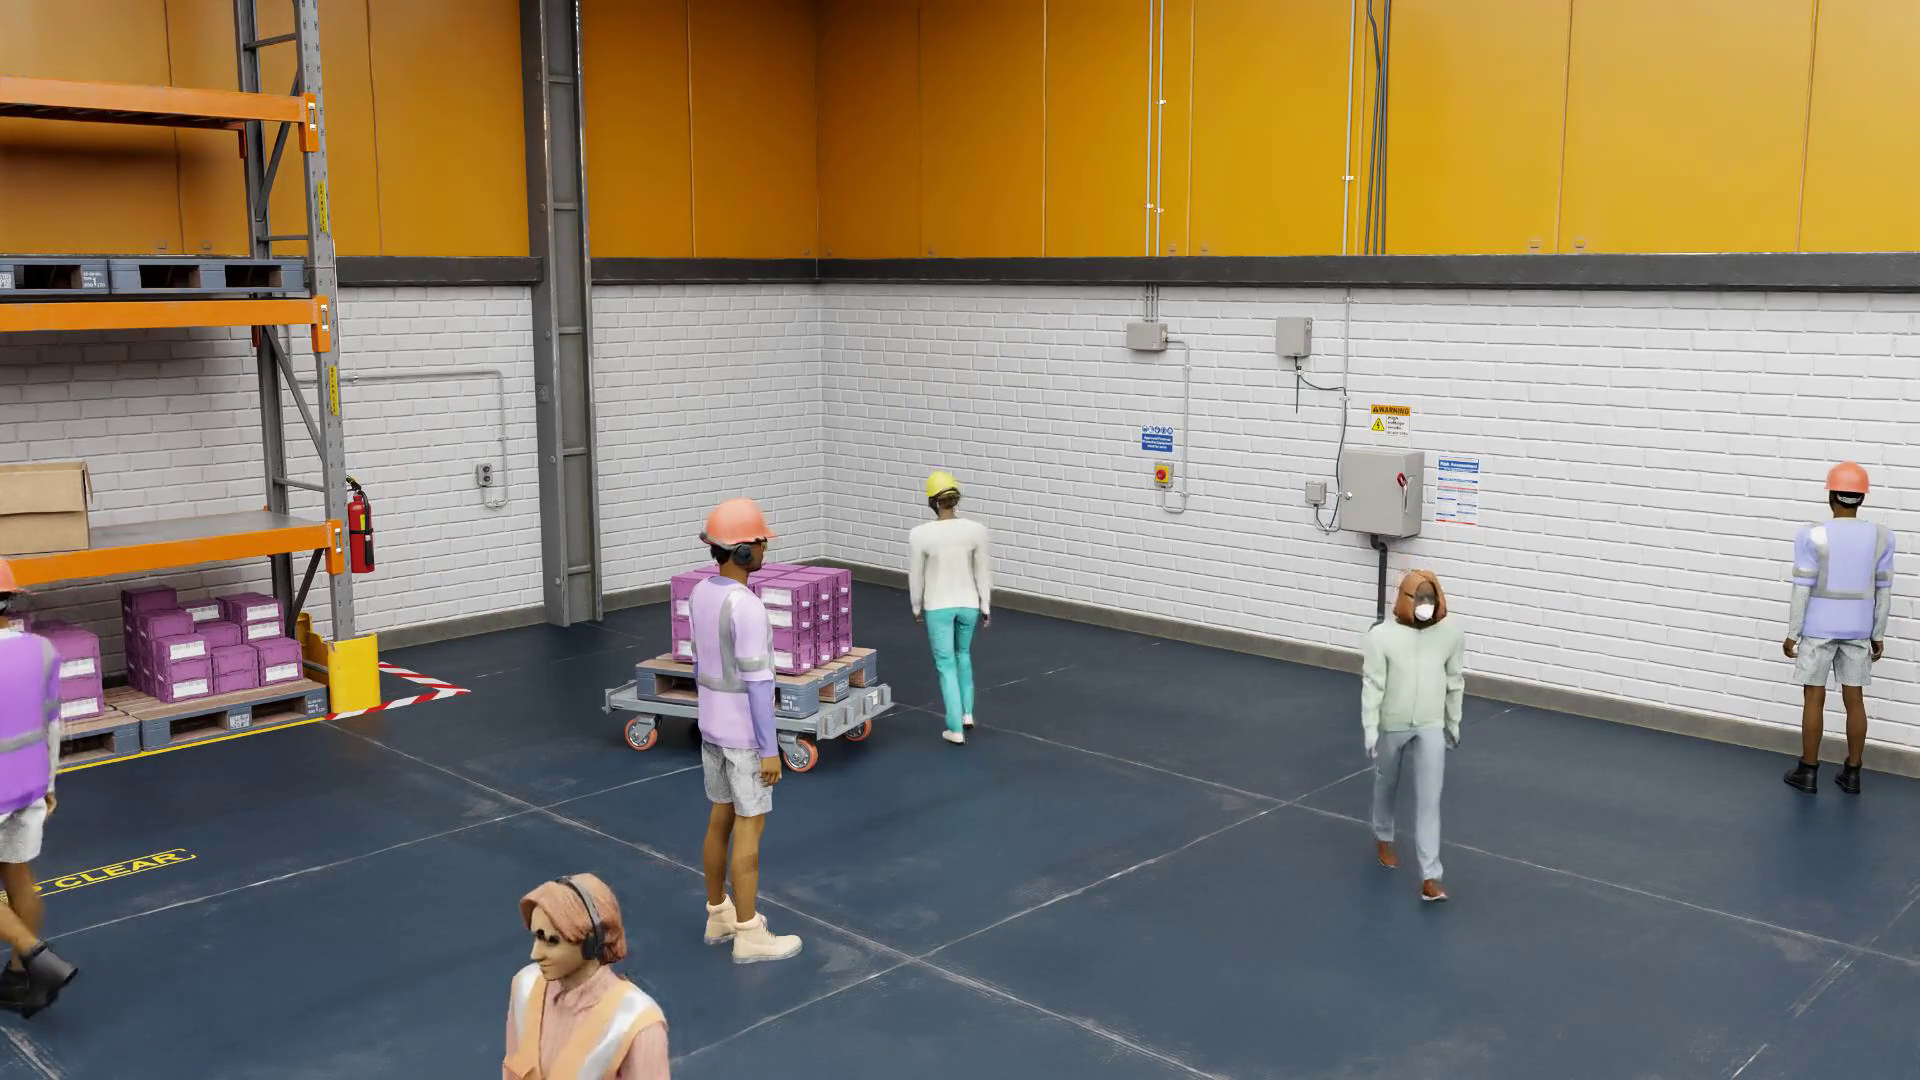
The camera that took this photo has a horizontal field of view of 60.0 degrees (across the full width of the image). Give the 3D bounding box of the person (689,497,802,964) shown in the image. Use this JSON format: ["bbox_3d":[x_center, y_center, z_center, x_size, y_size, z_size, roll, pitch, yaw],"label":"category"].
[{"bbox_3d":[-0.961,0.830,7.319,0.365,2.048,0.608,-6,11,-34],"label":"person"}]

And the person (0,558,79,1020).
[{"bbox_3d":[-3.818,0.998,6.653,0.547,1.925,0.571,3,10,17],"label":"person"}]

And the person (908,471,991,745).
[{"bbox_3d":[-0.091,0.424,10.714,0.522,1.739,0.606,-4,10,-21],"label":"person"}]

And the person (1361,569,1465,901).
[{"bbox_3d":[2.212,0.924,8.141,0.520,1.581,0.911,0,9,2],"label":"person"}]

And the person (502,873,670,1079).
[{"bbox_3d":[-0.878,1.579,4.020,0.519,1.624,0.398,8,12,41],"label":"person"}]

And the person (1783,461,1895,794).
[{"bbox_3d":[5.064,0.507,9.634,0.553,1.935,0.365,1,9,6],"label":"person"}]
